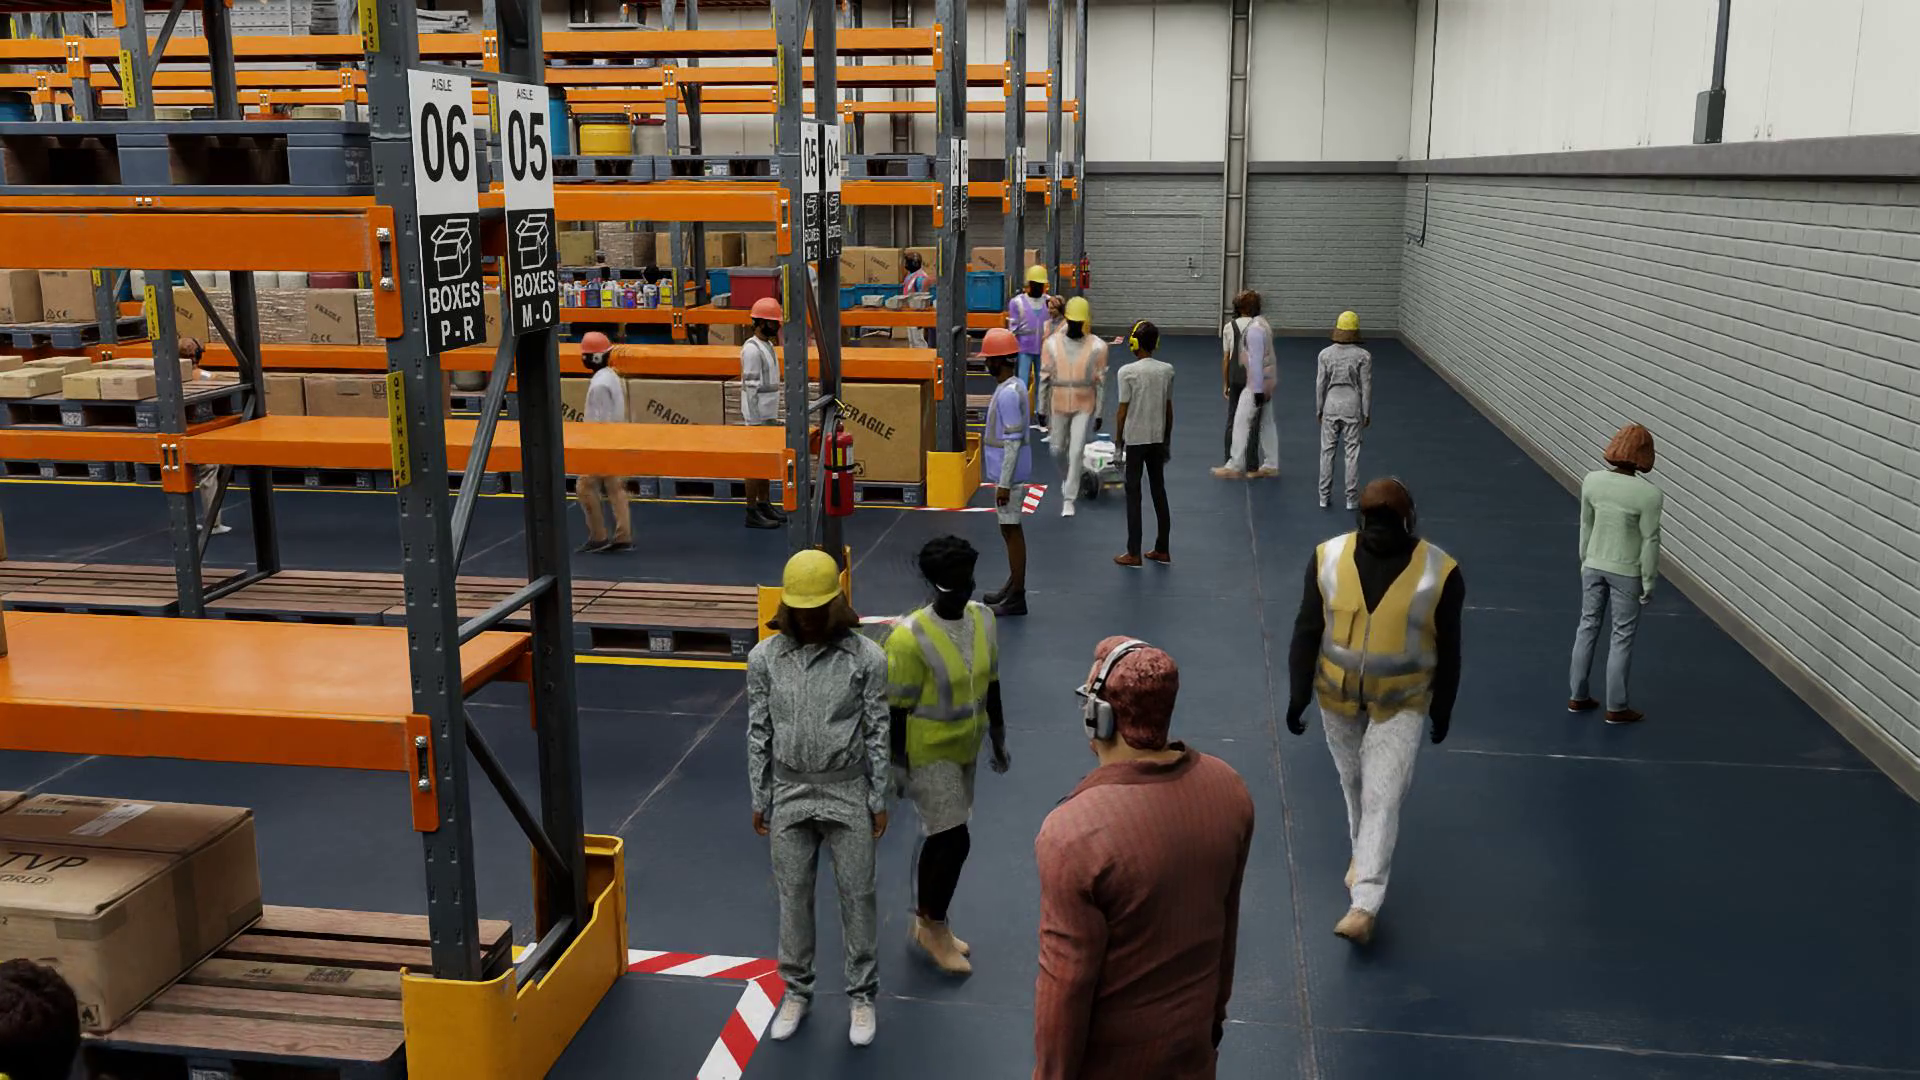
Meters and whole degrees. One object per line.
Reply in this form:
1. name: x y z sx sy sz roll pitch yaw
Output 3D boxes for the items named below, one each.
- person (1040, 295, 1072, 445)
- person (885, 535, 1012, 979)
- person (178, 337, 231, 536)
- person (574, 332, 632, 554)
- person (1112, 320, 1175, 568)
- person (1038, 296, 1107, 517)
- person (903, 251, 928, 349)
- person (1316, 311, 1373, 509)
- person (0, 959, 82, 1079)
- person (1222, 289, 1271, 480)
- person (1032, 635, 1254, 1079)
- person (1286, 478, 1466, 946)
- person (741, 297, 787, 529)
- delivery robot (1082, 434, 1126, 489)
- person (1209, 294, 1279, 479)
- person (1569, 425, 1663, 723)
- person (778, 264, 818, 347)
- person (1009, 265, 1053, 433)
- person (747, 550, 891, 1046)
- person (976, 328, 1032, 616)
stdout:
1. person: 1.076 -1.854 18.179 0.316 1.631 0.524 -10 16 -39
2. person: -0.015 0.790 6.126 0.500 1.665 0.550 9 16 36
3. person: -6.259 -0.844 13.619 0.509 1.629 0.315 2 13 7
4. person: -2.844 -0.754 12.968 0.583 1.728 0.583 0 12 -1
5. person: 1.393 -0.723 12.567 0.497 1.861 0.335 -7 14 -28
6. person: 0.990 -1.188 14.559 0.600 1.900 0.765 3 13 14
7. person: -0.643 -3.170 23.634 0.430 1.845 0.622 -4 13 -16
8. person: 3.405 -1.149 14.740 0.494 1.742 0.308 7 14 28
9. person: -1.445 1.510 2.588 0.994 1.808 0.510 -2 13 -10
10. person: 2.775 -1.500 16.112 0.504 1.839 0.348 9 16 36
11. person: 0.387 1.159 3.945 0.645 1.907 0.400 -11 16 -39
12. person: 1.616 0.640 6.567 0.627 1.787 0.997 7 14 28
13. person: -1.624 -1.058 13.915 0.386 1.929 0.547 3 13 11
14. delivery robot: 1.329 -0.737 15.369 0.477 0.478 0.707 -3 13 -14
15. person: 2.783 -1.485 16.156 0.730 1.803 0.650 2 13 11
16. person: 3.555 0.183 8.995 0.281 1.625 0.495 -8 15 -31
17. person: -2.347 -3.214 23.380 0.679 2.000 0.535 -8 15 -32
18. person: 0.842 -2.160 18.929 0.601 1.919 0.399 -4 13 -19
19. person: -0.480 0.874 5.635 0.489 1.732 0.325 1 13 5
20. person: 0.291 -0.450 11.152 0.379 1.931 0.548 1 13 5
